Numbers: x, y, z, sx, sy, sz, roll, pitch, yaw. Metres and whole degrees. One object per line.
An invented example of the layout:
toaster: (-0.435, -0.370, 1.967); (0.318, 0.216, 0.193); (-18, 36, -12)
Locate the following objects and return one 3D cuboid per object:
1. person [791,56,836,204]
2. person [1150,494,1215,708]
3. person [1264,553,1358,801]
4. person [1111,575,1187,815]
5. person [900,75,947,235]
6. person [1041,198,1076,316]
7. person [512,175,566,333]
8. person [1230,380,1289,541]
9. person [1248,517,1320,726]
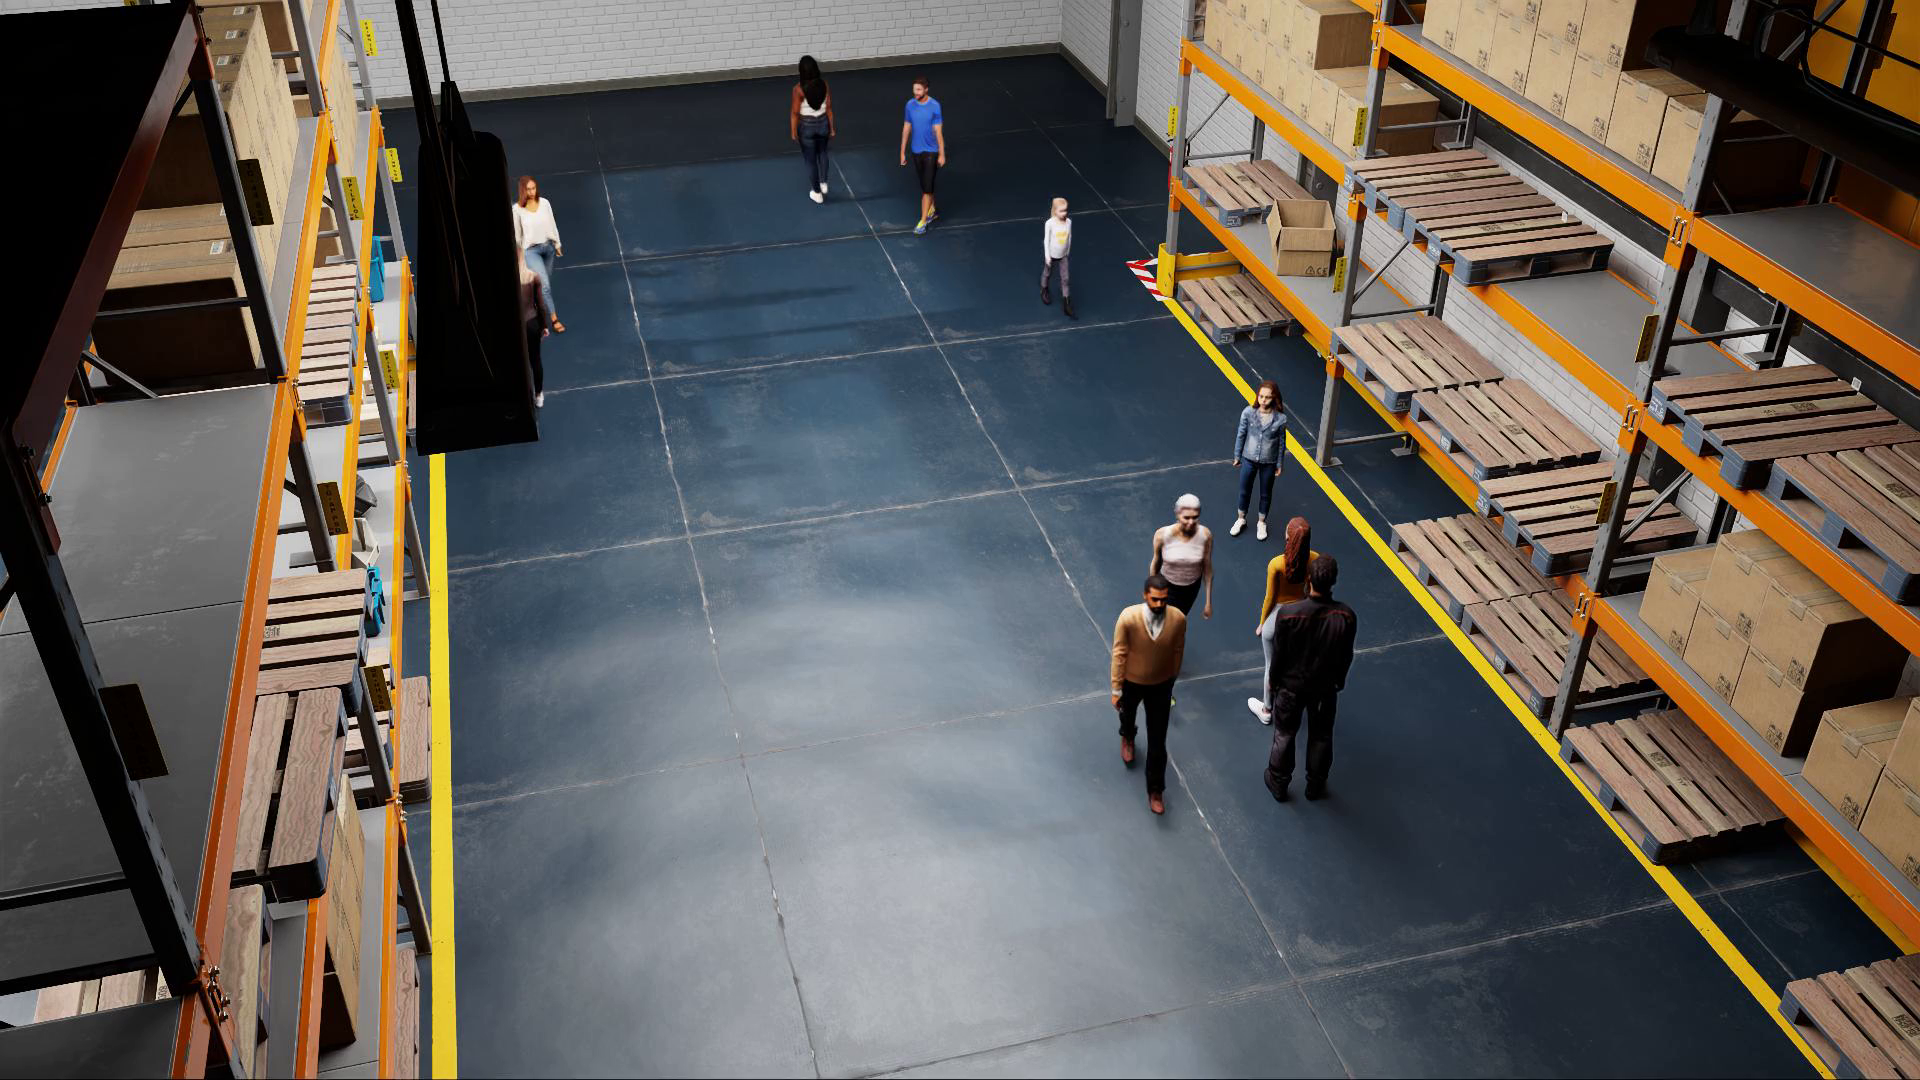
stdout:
person: (-1.748, -4.979, 20.315); (0.716, 1.795, 0.700); (-14, 36, -20)
person: (1.622, 0.330, 12.445); (0.774, 1.665, 1.160); (-1, 34, -2)
person: (2.357, 0.941, 11.272); (0.769, 1.945, 0.709); (1, 34, 1)
person: (1.256, 0.937, 11.492); (0.890, 1.709, 1.243); (1, 34, 1)
person: (-0.361, -4.626, 19.746); (1.041, 1.836, 1.119); (16, 37, 23)
person: (1.012, -3.103, 17.985); (0.501, 1.249, 0.899); (-10, 35, -14)
person: (-4.480, -3.071, 17.577); (0.874, 1.647, 1.116); (-22, 40, -30)
person: (2.557, -0.691, 14.152); (0.644, 1.475, 0.660); (10, 35, 15)
person: (2.358, 0.577, 11.995); (0.588, 1.751, 0.547); (-9, 35, -14)
